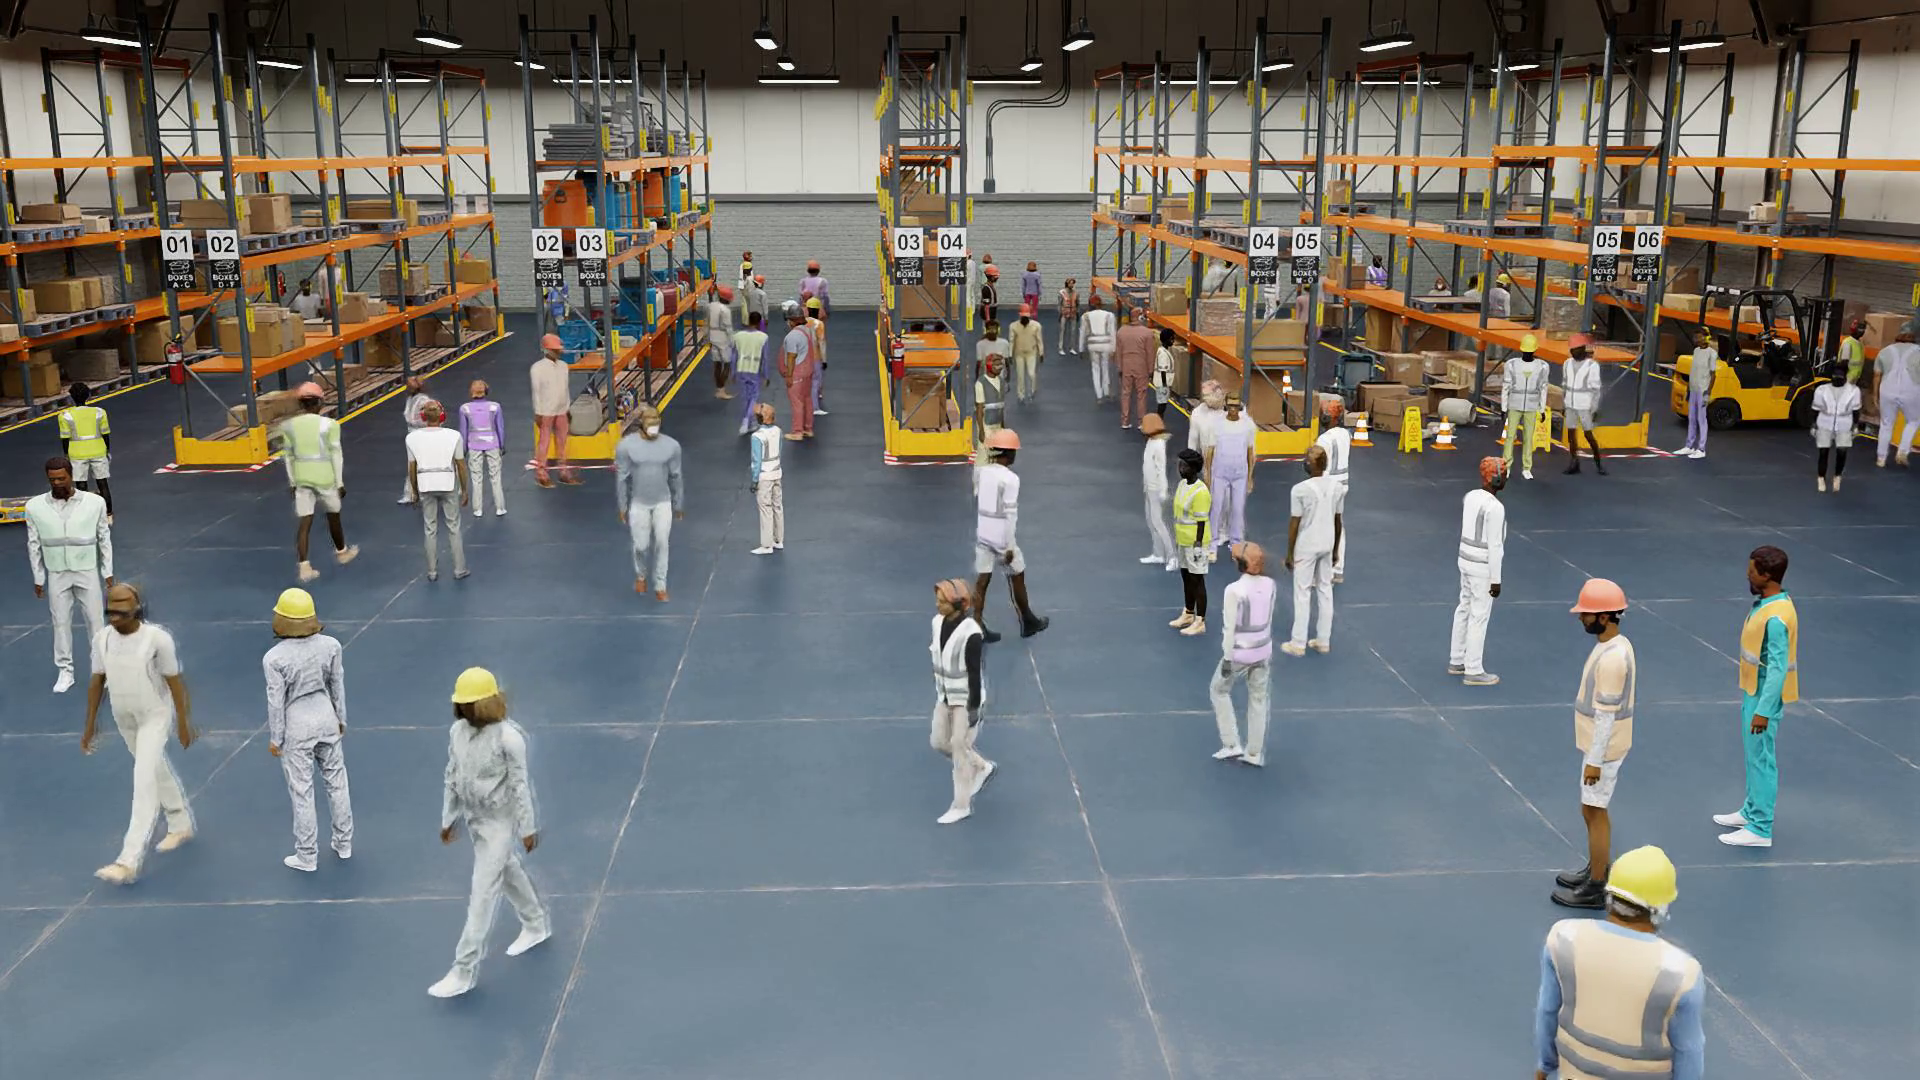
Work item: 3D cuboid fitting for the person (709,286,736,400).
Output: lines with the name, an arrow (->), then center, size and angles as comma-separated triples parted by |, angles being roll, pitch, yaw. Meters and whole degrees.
person -> -4.152, -3.408, 28.834 | 0.440, 1.988, 0.683 | -12, 18, -42

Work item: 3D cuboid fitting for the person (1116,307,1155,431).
person -> 2.740, -2.652, 25.805 | 0.637, 1.902, 0.406 | 9, 16, 32

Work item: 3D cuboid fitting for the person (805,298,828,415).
person -> -2.423, -3.006, 27.287 | 0.585, 1.915, 0.423 | 10, 16, 35

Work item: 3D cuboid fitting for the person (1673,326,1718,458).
person -> 10.429, -2.092, 23.502 | 0.328, 1.870, 0.510 | -3, 14, -13

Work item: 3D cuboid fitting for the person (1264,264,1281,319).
person -> 7.180, -5.578, 38.249 | 0.359, 1.880, 0.575 | -4, 14, -17

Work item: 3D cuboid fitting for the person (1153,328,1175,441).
person -> 3.050, -2.330, 24.897 | 0.322, 1.685, 0.542 | 2, 13, 8

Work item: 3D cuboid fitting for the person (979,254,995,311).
person -> 0.694, -6.581, 43.041 | 0.499, 1.628, 0.277 | 11, 17, 38

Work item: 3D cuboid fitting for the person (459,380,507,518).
person -> -5.642, -1.078, 19.697 | 0.514, 1.639, 0.310 | -3, 14, -12

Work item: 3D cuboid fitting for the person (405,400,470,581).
person -> -5.253, -0.491, 16.761 | 0.566, 1.847, 0.389 | -2, 13, -9

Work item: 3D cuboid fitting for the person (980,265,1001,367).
person -> 0.613, -4.456, 33.179 | 0.411, 2.033, 0.602 | 2, 13, 9

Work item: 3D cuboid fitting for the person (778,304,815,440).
person -> -2.466, -2.531, 24.991 | 0.536, 2.000, 0.684 | 5, 14, 19

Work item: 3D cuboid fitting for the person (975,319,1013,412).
person -> 0.498, -2.347, 24.592 | 0.581, 1.858, 0.487 | -2, 13, -7

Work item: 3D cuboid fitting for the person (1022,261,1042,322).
person -> 1.739, -5.910, 40.171 | 0.505, 1.635, 0.277 | 6, 14, 23

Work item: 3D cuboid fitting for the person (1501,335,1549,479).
person -> 7.443, -1.753, 21.958 | 0.585, 1.917, 0.382 | 3, 14, 12

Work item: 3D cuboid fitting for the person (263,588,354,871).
person -> -3.956, 1.137, 10.083 | 0.284, 1.746, 0.492 | 11, 17, 39

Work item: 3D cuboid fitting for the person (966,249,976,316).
person -> 0.205, -6.684, 43.224 | 0.349, 1.743, 0.563 | 6, 14, 23

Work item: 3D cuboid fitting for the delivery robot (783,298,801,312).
delivery robot -> -4.285, -5.922, 42.339 | 0.477, 0.478, 0.707 | -5, 14, -19

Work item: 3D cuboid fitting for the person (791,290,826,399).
person -> -2.646, -3.391, 28.918 | 0.654, 1.906, 0.406 | -6, 14, -22

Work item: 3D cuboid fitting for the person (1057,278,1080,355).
person -> 2.297, -4.732, 35.201 | 0.520, 1.633, 0.316 | -5, 14, -19

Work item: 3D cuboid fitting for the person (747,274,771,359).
person -> -4.151, -4.610, 34.412 | 0.568, 1.750, 0.342 | 12, 18, 42

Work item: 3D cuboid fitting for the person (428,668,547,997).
person -> -2.507, 1.482, 8.719 | 0.501, 1.687, 0.893 | 8, 16, 31

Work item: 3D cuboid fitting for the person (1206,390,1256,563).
person -> 2.841, -0.661, 17.485 | 0.506, 1.845, 0.344 | 0, 13, 1

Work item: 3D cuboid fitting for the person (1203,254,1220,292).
person -> 5.848, -5.811, 39.239 | 0.419, 1.880, 0.647 | -9, 16, -33

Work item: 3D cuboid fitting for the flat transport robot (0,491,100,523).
flat transport robot -> -10.860, -0.380, 19.670 | 1.431, 0.197, 0.652 | -7, 15, -28

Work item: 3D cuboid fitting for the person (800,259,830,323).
person -> -3.062, -4.853, 34.864 | 0.625, 2.024, 0.632 | 3, 14, 14

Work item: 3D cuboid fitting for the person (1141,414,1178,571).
person -> 2.085, -0.509, 17.372 | 0.411, 1.603, 0.633 | -2, 13, -8

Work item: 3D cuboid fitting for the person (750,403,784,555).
person -> -2.080, -0.659, 17.922 | 0.308, 1.640, 0.511 | 6, 15, 24

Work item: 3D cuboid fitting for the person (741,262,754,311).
person -> -4.851, -5.503, 38.190 | 0.336, 1.758, 0.515 | -2, 13, -10

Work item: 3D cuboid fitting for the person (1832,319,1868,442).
person -> 13.217, -2.376, 24.759 | 0.391, 1.841, 0.564 | 12, 18, 42

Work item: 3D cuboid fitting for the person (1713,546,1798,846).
person -> 5.029, 0.974, 10.409 | 0.374, 1.914, 0.597 | 5, 14, 19

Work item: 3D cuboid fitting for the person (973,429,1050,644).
person -> 0.429, -0.043, 14.756 | 0.908, 1.894, 0.542 | -12, 18, -41

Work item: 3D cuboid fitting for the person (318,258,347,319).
person -> -14.330, -5.577, 38.102 | 0.630, 1.950, 1.009 | -6, 14, -23

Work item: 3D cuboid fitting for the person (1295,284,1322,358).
person -> 6.969, -4.360, 33.337 | 0.538, 1.753, 0.558 | 4, 14, 17
